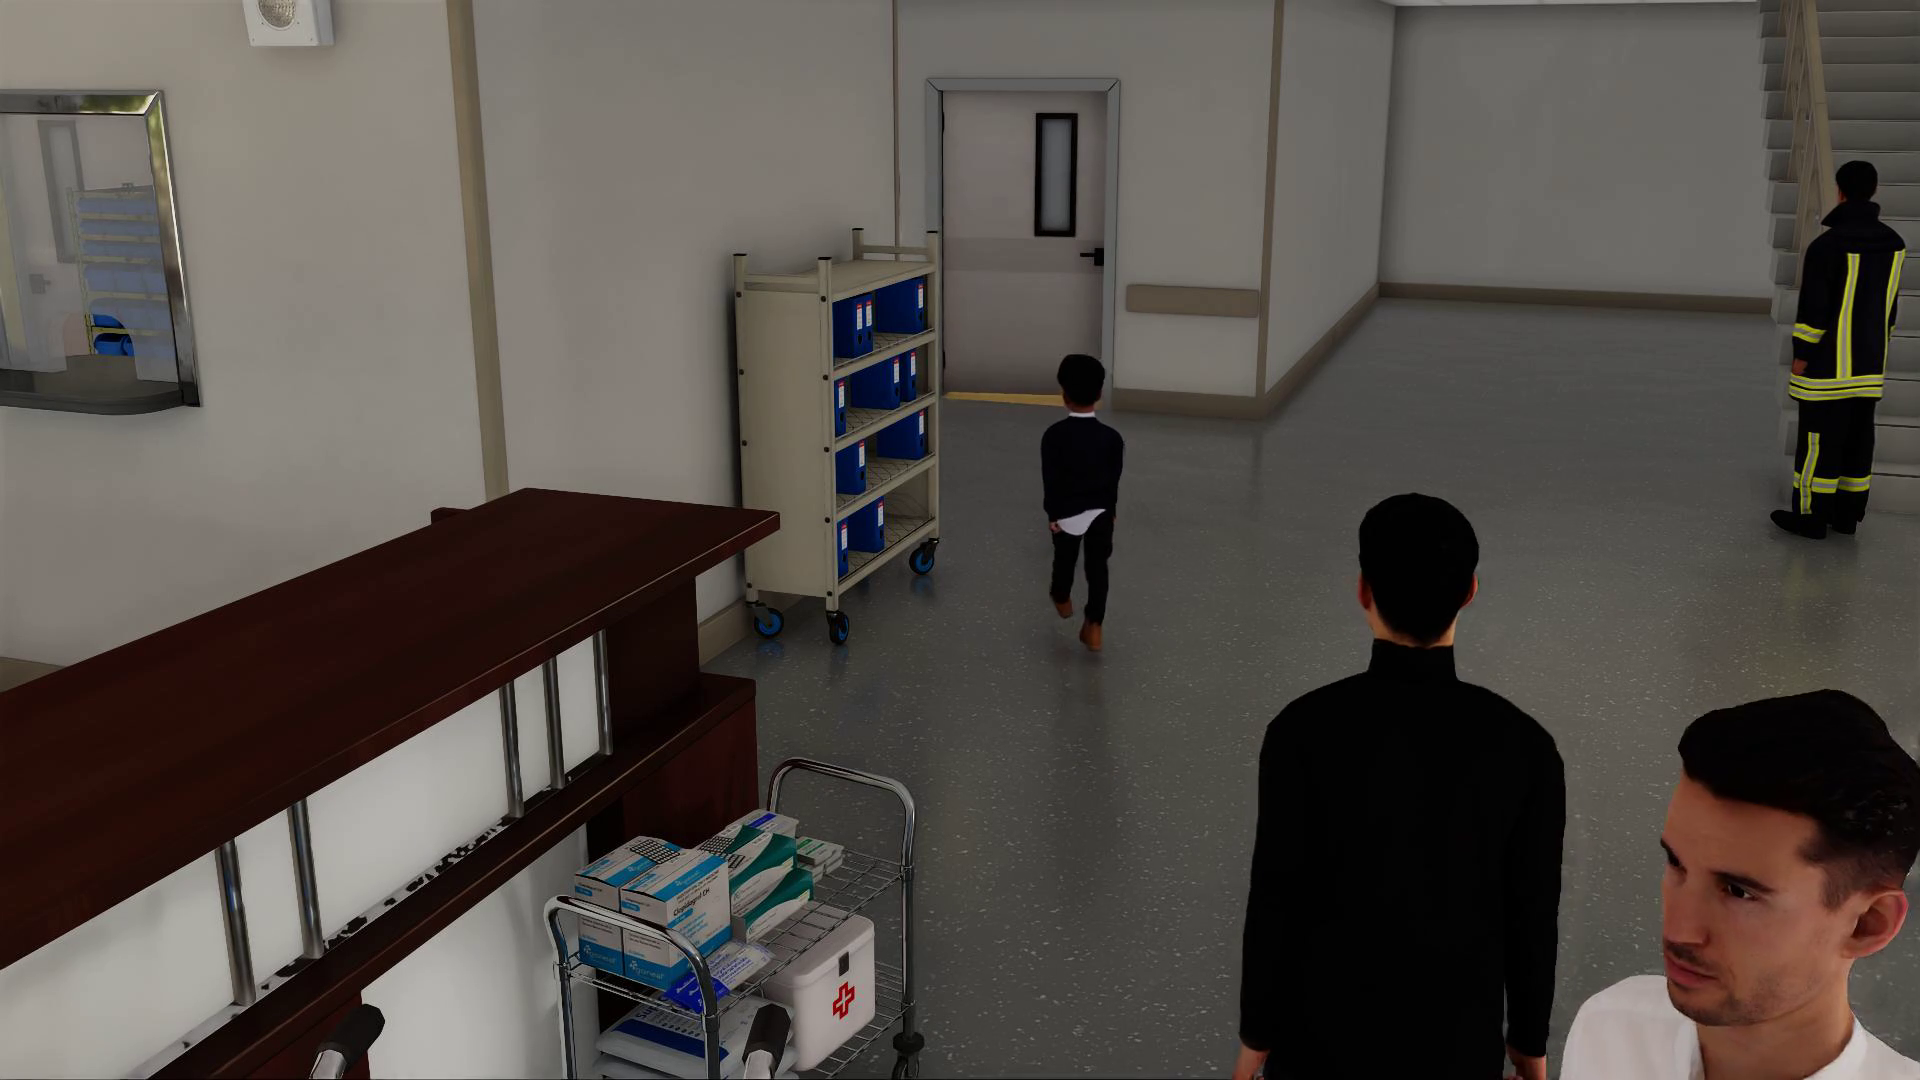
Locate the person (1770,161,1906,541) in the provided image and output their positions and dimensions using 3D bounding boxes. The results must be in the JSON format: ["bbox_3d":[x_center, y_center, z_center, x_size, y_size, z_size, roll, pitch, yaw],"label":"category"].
[{"bbox_3d":[4.535,-0.975,8.548,0.894,1.923,0.928,-6,17,-19],"label":"person"}]

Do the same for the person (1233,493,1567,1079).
[{"bbox_3d":[0.688,0.806,2.654,0.783,1.694,0.973,3,16,10],"label":"person"}]

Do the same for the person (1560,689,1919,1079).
[{"bbox_3d":[0.804,1.029,1.603,1.261,1.834,1.102,-10,18,-31],"label":"person"}]

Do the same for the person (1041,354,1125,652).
[{"bbox_3d":[0.518,-0.125,6.807,0.706,1.192,0.892,-1,16,-4],"label":"person"}]
